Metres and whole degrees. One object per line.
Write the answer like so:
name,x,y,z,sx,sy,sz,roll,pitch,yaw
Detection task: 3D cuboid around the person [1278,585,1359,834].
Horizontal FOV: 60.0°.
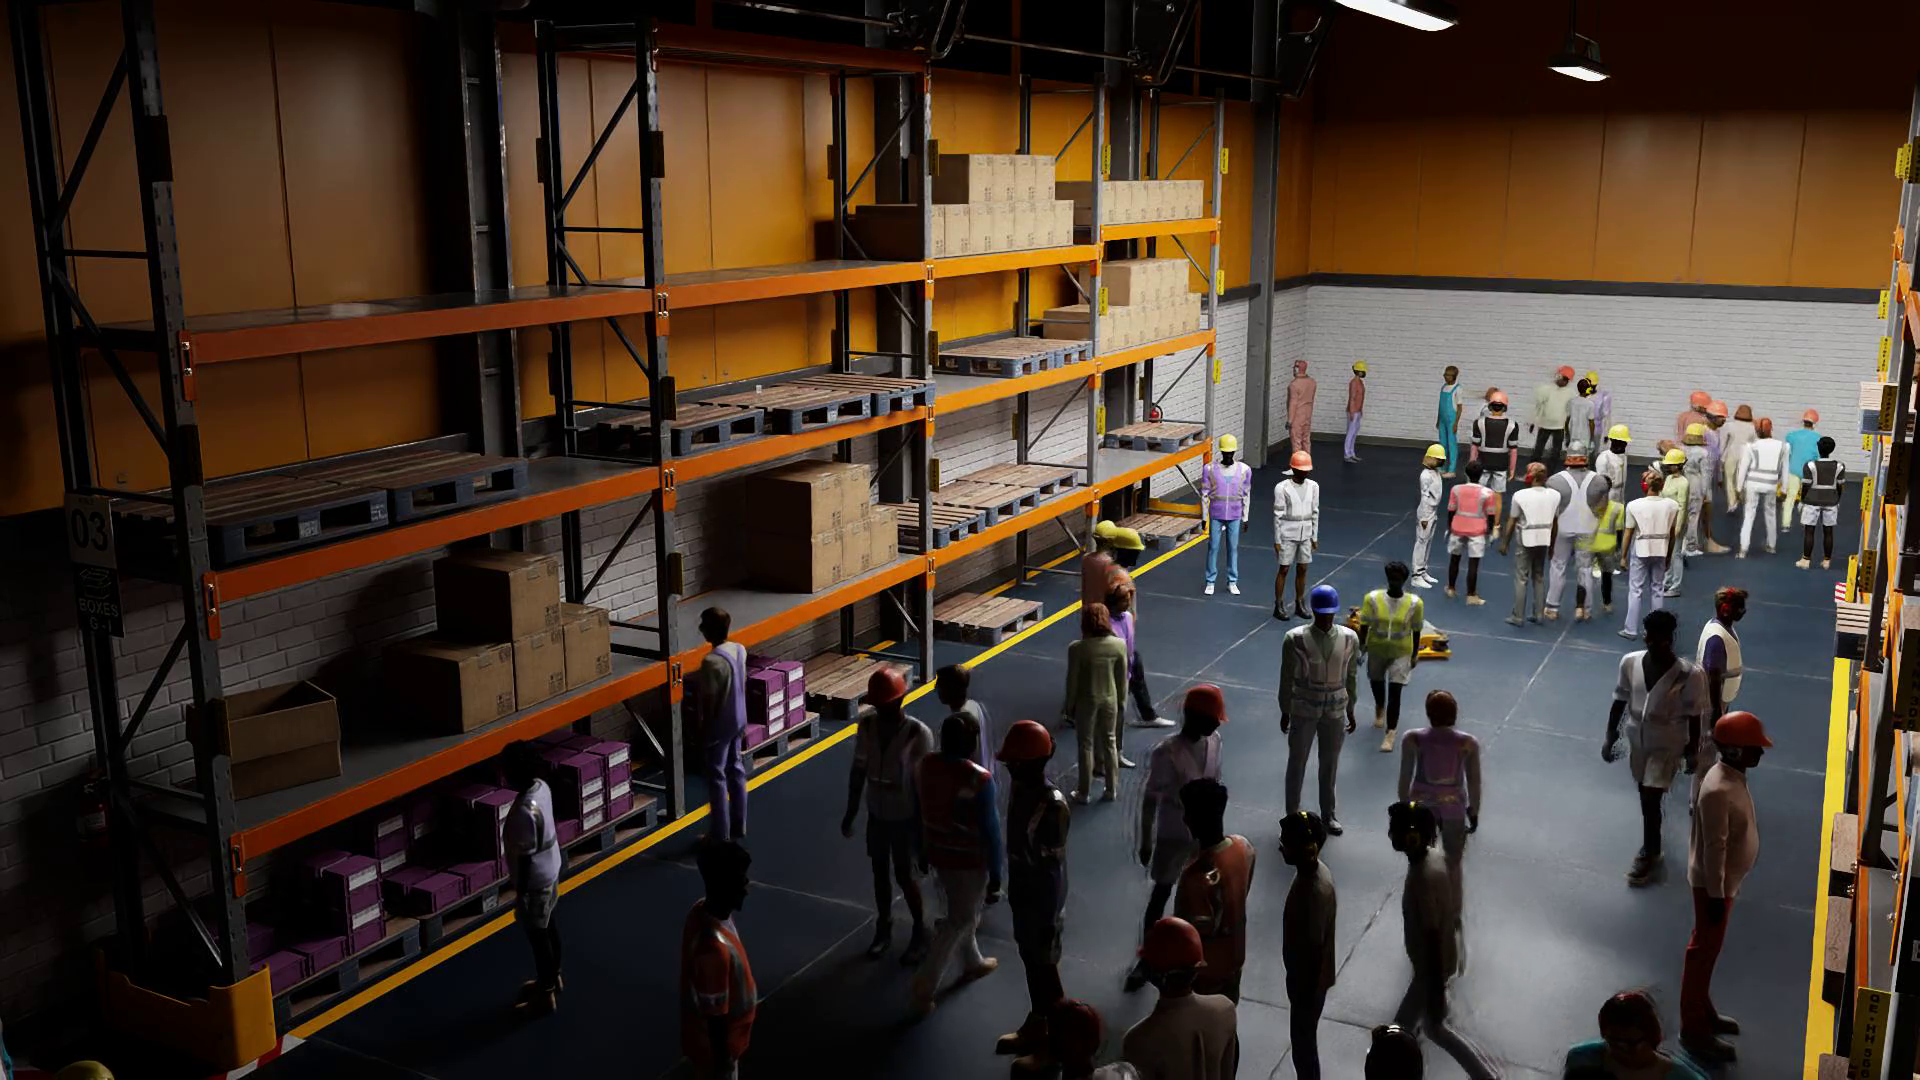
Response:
person,2.710,1.280,12.588,0.614,1.947,0.388,-1,13,-6

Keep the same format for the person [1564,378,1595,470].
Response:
person,9.464,-1.537,25.373,0.329,1.873,0.515,-9,16,-36

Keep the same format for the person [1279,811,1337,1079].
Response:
person,1.732,2.252,8.446,0.333,1.860,0.510,1,13,5

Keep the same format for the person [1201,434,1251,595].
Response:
person,3.145,-0.299,19.705,0.588,1.927,0.366,0,13,0

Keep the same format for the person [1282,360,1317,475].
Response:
person,5.579,-2.019,27.450,0.637,1.911,0.403,-12,17,-42

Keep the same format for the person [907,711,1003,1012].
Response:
person,-0.045,1.924,10.029,0.634,1.814,0.846,11,17,41

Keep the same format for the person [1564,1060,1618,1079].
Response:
person,2.261,2.786,6.021,0.592,1.875,0.930,1,13,5

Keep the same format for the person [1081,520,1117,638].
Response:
person,1.344,0.685,15.689,0.348,1.760,0.528,-9,16,-36

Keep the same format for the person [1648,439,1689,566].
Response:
person,9.048,-0.466,21.214,0.528,1.609,0.781,1,13,5

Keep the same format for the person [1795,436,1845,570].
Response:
person,10.835,-0.463,20.955,0.531,1.698,0.320,1,13,5

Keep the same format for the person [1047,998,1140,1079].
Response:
person,0.390,2.657,6.643,0.581,1.856,0.758,-7,15,-30

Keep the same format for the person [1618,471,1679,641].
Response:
person,7.355,0.178,17.766,0.560,1.839,0.396,-1,13,-2

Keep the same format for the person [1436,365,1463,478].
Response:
person,7.985,-1.935,27.213,0.345,1.847,0.508,-6,14,-23

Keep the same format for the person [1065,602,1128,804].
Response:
person,1.086,1.300,13.233,0.513,1.625,0.283,-3,13,-15

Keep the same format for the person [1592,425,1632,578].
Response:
person,8.050,-0.482,20.558,0.584,1.918,0.399,-11,17,-40

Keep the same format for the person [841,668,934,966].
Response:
person,-0.450,1.740,10.589,0.559,1.922,0.441,9,15,34

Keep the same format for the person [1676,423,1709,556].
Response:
person,9.543,-0.663,21.754,0.299,1.743,0.486,-11,17,-40

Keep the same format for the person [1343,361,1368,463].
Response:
person,6.829,-2.208,28.637,0.338,1.760,0.529,7,14,28

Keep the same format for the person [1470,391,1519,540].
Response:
person,7.259,-1.013,22.681,0.610,2.032,0.410,3,13,15

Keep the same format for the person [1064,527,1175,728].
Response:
person,1.409,0.805,14.890,0.999,1.880,0.607,1,13,6

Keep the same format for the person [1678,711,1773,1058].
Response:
person,4.362,1.938,9.528,0.373,1.997,0.611,7,14,29

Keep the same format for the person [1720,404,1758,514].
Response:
person,11.434,-1.194,24.445,0.509,1.603,0.783,4,13,17

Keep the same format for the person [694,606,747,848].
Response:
person,-1.769,1.387,12.345,0.361,1.844,0.525,5,14,21

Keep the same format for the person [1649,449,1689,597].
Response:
person,8.406,-0.202,19.657,0.338,1.759,0.524,0,13,1

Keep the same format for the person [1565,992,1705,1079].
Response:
person,2.765,2.647,6.776,0.624,1.817,0.694,10,16,39

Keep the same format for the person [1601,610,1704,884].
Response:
person,4.867,1.449,11.831,0.805,1.935,0.616,-8,15,-33

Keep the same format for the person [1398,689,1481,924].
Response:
person,3.159,1.801,11.006,0.526,1.615,0.420,3,13,15

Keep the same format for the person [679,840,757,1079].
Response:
person,-1.134,2.337,7.817,0.370,1.963,0.608,-3,13,-12

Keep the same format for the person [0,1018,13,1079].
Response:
person,-4.215,2.589,7.000,0.429,1.833,0.637,3,13,13

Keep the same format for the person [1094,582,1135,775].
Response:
person,1.284,1.151,13.882,0.321,1.630,0.512,10,16,37

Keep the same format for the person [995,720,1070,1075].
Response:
person,0.392,1.979,9.281,0.408,2.035,0.601,-5,14,-21

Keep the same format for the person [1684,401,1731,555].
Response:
person,9.883,-0.810,21.784,0.628,2.010,0.846,-12,17,-42

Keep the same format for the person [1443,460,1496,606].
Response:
person,5.931,-0.095,19.351,0.584,1.680,0.534,7,14,29

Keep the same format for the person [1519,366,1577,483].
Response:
person,9.397,-1.822,26.489,0.755,1.943,0.503,3,13,13

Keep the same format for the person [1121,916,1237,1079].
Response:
person,0.878,2.517,6.941,0.622,1.992,0.394,-10,16,-37

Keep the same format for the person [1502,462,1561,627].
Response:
person,6.302,0.057,18.307,0.573,1.842,0.405,-3,13,-14

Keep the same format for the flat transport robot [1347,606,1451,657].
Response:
flat transport robot,4.678,0.969,17.768,0.652,0.197,1.431,-1,13,-4

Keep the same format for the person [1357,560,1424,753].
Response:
person,3.795,0.959,14.663,0.540,1.666,0.830,5,13,21

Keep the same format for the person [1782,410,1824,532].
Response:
person,11.762,-0.968,23.198,0.895,1.702,0.582,-12,18,-44

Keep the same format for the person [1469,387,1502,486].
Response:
person,8.342,-1.623,26.315,0.519,1.611,0.533,5,13,19

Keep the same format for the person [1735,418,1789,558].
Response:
person,10.456,-0.692,21.690,0.633,1.840,0.659,2,13,9

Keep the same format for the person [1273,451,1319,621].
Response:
person,3.768,-0.047,18.583,0.546,1.929,0.388,-4,13,-17

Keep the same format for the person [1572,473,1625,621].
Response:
person,7.152,0.075,18.663,0.547,1.665,0.828,6,14,24

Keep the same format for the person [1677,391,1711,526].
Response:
person,10.287,-1.139,23.401,0.395,1.961,0.638,0,13,-2

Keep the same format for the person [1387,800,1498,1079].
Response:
person,2.526,2.229,8.625,0.762,1.832,0.537,4,13,18

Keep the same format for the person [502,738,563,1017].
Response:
person,-2.551,2.001,9.924,0.317,1.695,0.556,0,13,-2

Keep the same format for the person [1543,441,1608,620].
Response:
person,6.857,-0.119,18.643,0.674,2.000,0.535,2,13,9

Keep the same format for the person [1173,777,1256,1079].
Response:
person,1.278,2.165,8.599,0.372,1.960,0.604,9,15,34

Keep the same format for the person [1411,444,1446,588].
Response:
person,5.690,-0.300,20.129,0.320,1.740,0.492,7,15,30

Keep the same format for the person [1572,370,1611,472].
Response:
person,9.967,-1.764,26.329,0.599,1.900,0.751,5,14,21

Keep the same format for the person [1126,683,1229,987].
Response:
person,1.327,1.821,10.306,0.803,1.900,0.390,-10,16,-37

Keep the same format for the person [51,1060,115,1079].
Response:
person,-3.209,2.779,6.173,0.403,1.824,0.598,0,13,2

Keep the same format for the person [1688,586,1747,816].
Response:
person,5.870,1.253,12.939,0.389,1.846,0.567,6,14,26

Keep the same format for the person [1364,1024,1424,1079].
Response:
person,1.642,2.725,6.375,0.504,1.839,0.348,0,13,-2

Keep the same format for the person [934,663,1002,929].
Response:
person,-0.006,1.695,10.990,0.393,1.829,0.518,3,13,13
